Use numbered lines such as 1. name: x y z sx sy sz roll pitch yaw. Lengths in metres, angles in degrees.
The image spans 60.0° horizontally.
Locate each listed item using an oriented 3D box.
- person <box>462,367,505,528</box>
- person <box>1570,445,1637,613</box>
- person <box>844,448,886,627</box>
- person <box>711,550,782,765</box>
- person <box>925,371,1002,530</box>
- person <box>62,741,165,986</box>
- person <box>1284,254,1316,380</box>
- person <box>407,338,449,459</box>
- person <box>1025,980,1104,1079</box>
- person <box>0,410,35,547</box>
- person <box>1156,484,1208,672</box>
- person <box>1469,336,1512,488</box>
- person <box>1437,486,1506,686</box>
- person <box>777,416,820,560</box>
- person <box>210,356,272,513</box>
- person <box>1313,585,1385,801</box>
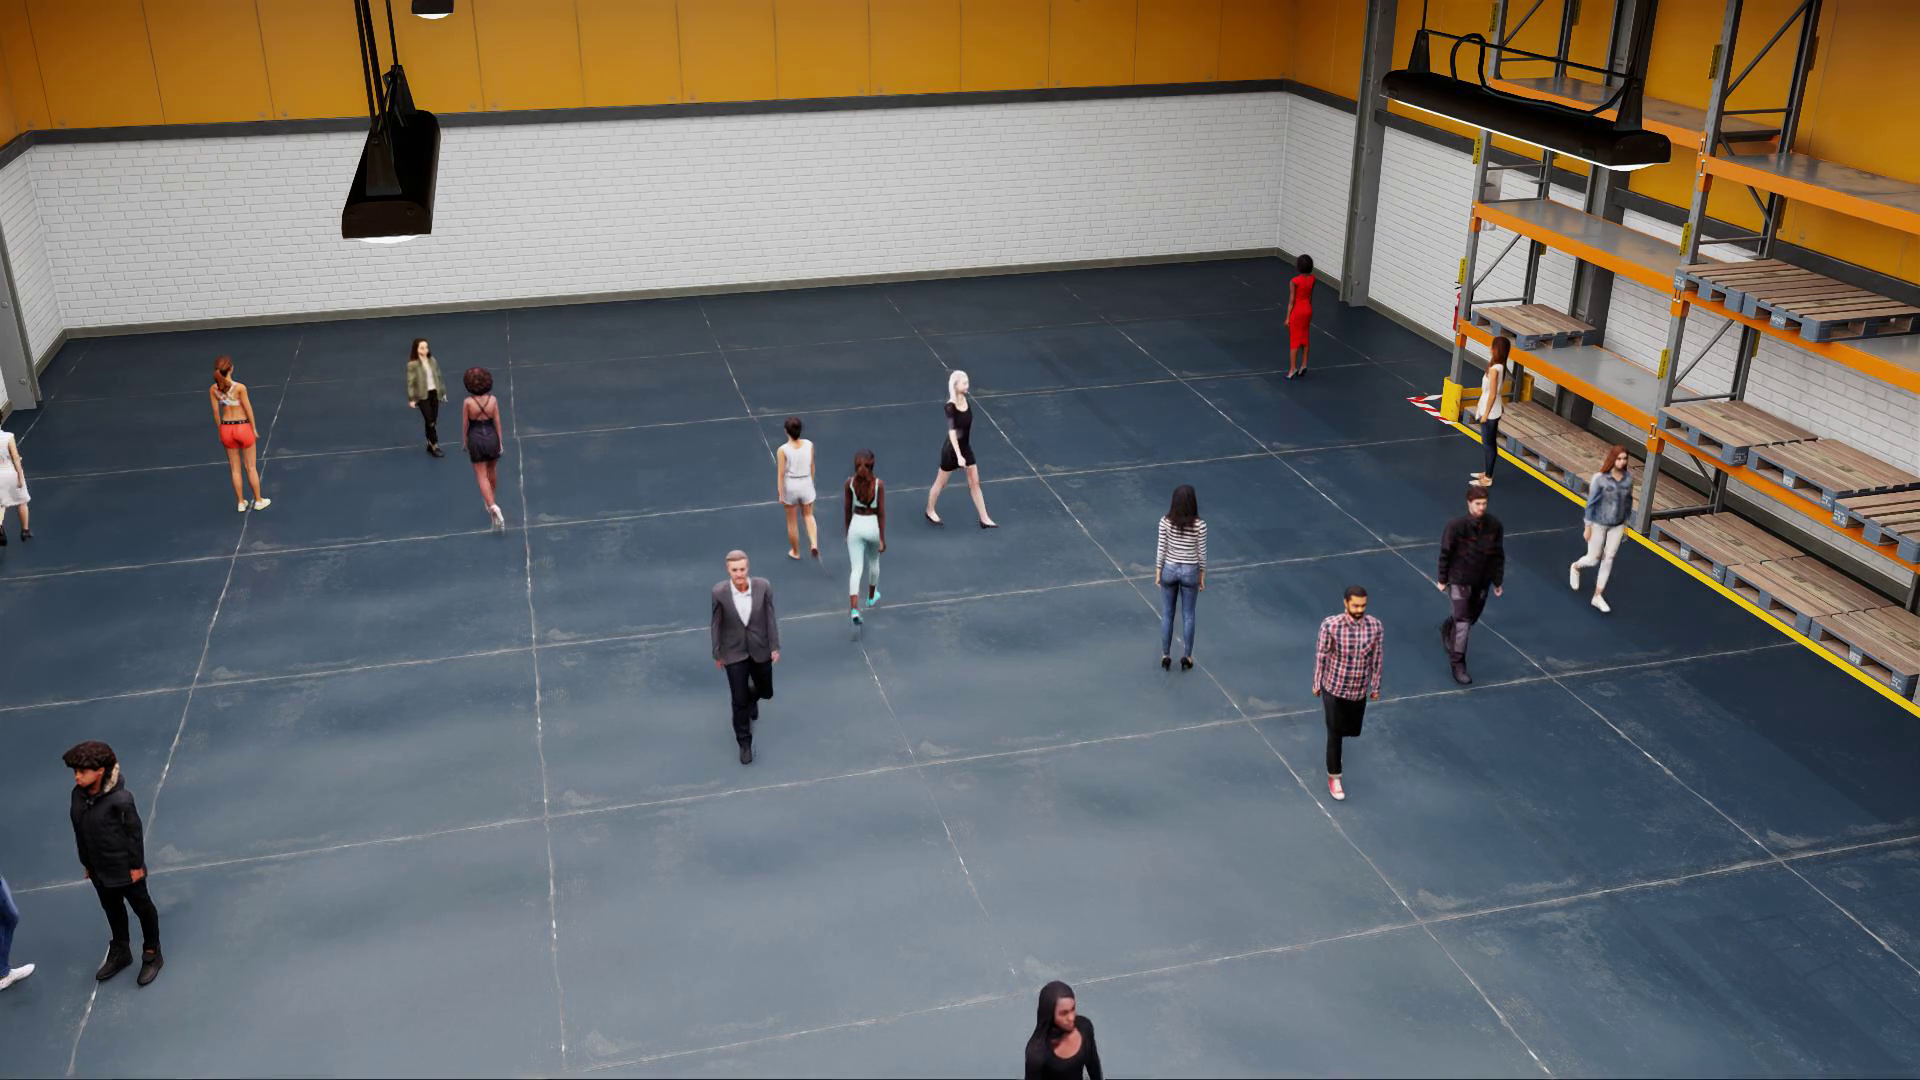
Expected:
1. person: -5.162 -0.975 18.076 0.764 1.754 1.132 -14 27 -28
2. person: 6.293 -0.161 16.297 0.691 1.688 0.899 -3 24 -7
3. person: -0.930 0.001 15.930 0.867 1.684 1.196 3 24 6
4. person: -1.765 0.892 13.725 0.725 1.818 0.977 -7 24 -15
5. person: -0.130 -0.934 17.948 1.168 1.781 1.093 14 27 28
6. person: -5.596 2.104 11.000 0.718 1.779 0.736 5 24 12
7. person: 4.682 -3.069 22.876 0.620 1.747 0.587 -14 27 -29
8. person: -6.517 -1.749 20.207 0.867 1.465 0.798 18 29 35
9. person: 0.463 3.064 8.942 1.253 1.669 1.052 20 31 38
10. person: -10.111 -0.632 17.558 0.597 1.540 0.857 -4 24 -9
11. person: 1.984 0.345 15.005 0.664 1.795 0.665 5 24 11
12. person: 6.153 -1.484 19.202 0.722 1.785 0.649 11 26 24
13. person: 4.555 0.337 15.005 0.731 1.810 1.106 -5 24 -12
14. person: -1.647 -0.499 17.185 0.646 1.595 0.774 -11 26 -24
15. person: -8.045 -1.183 18.504 0.620 1.792 0.613 -2 24 -4
16. person: 3.061 1.131 13.276 0.825 1.739 1.092 -1 24 -3
